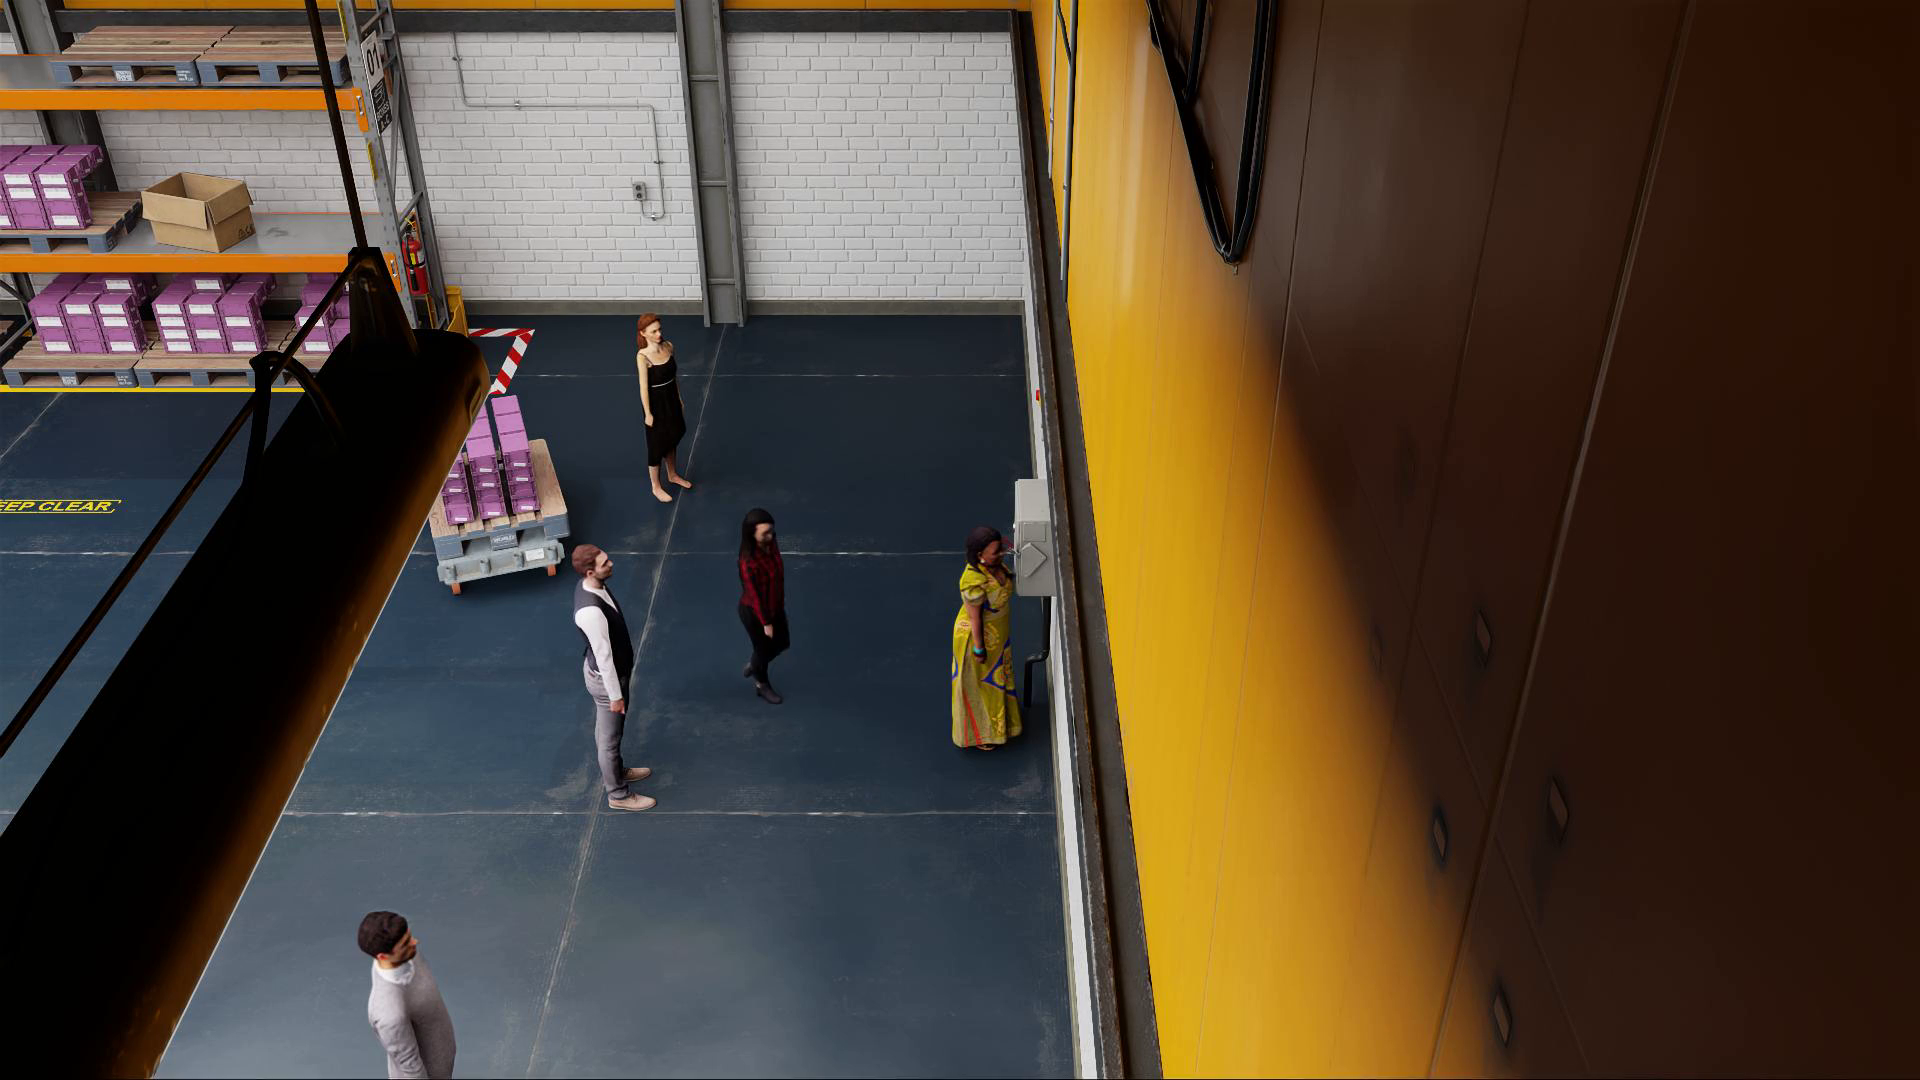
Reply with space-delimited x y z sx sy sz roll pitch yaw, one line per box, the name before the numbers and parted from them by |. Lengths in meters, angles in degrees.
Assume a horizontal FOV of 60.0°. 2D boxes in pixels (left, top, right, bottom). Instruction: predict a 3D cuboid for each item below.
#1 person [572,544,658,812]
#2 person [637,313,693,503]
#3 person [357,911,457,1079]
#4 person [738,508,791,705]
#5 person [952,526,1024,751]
person | -2.209 0.835 10.376 0.643 1.938 0.704 -7 34 -11
person | -2.443 -1.107 13.582 0.725 1.625 0.684 20 39 28
person | -2.567 2.479 7.917 0.731 1.924 0.799 -8 35 -12
person | -1.422 0.458 11.216 0.733 1.637 0.697 10 35 15
person | 0.152 0.615 10.959 0.884 1.660 0.935 8 35 12
